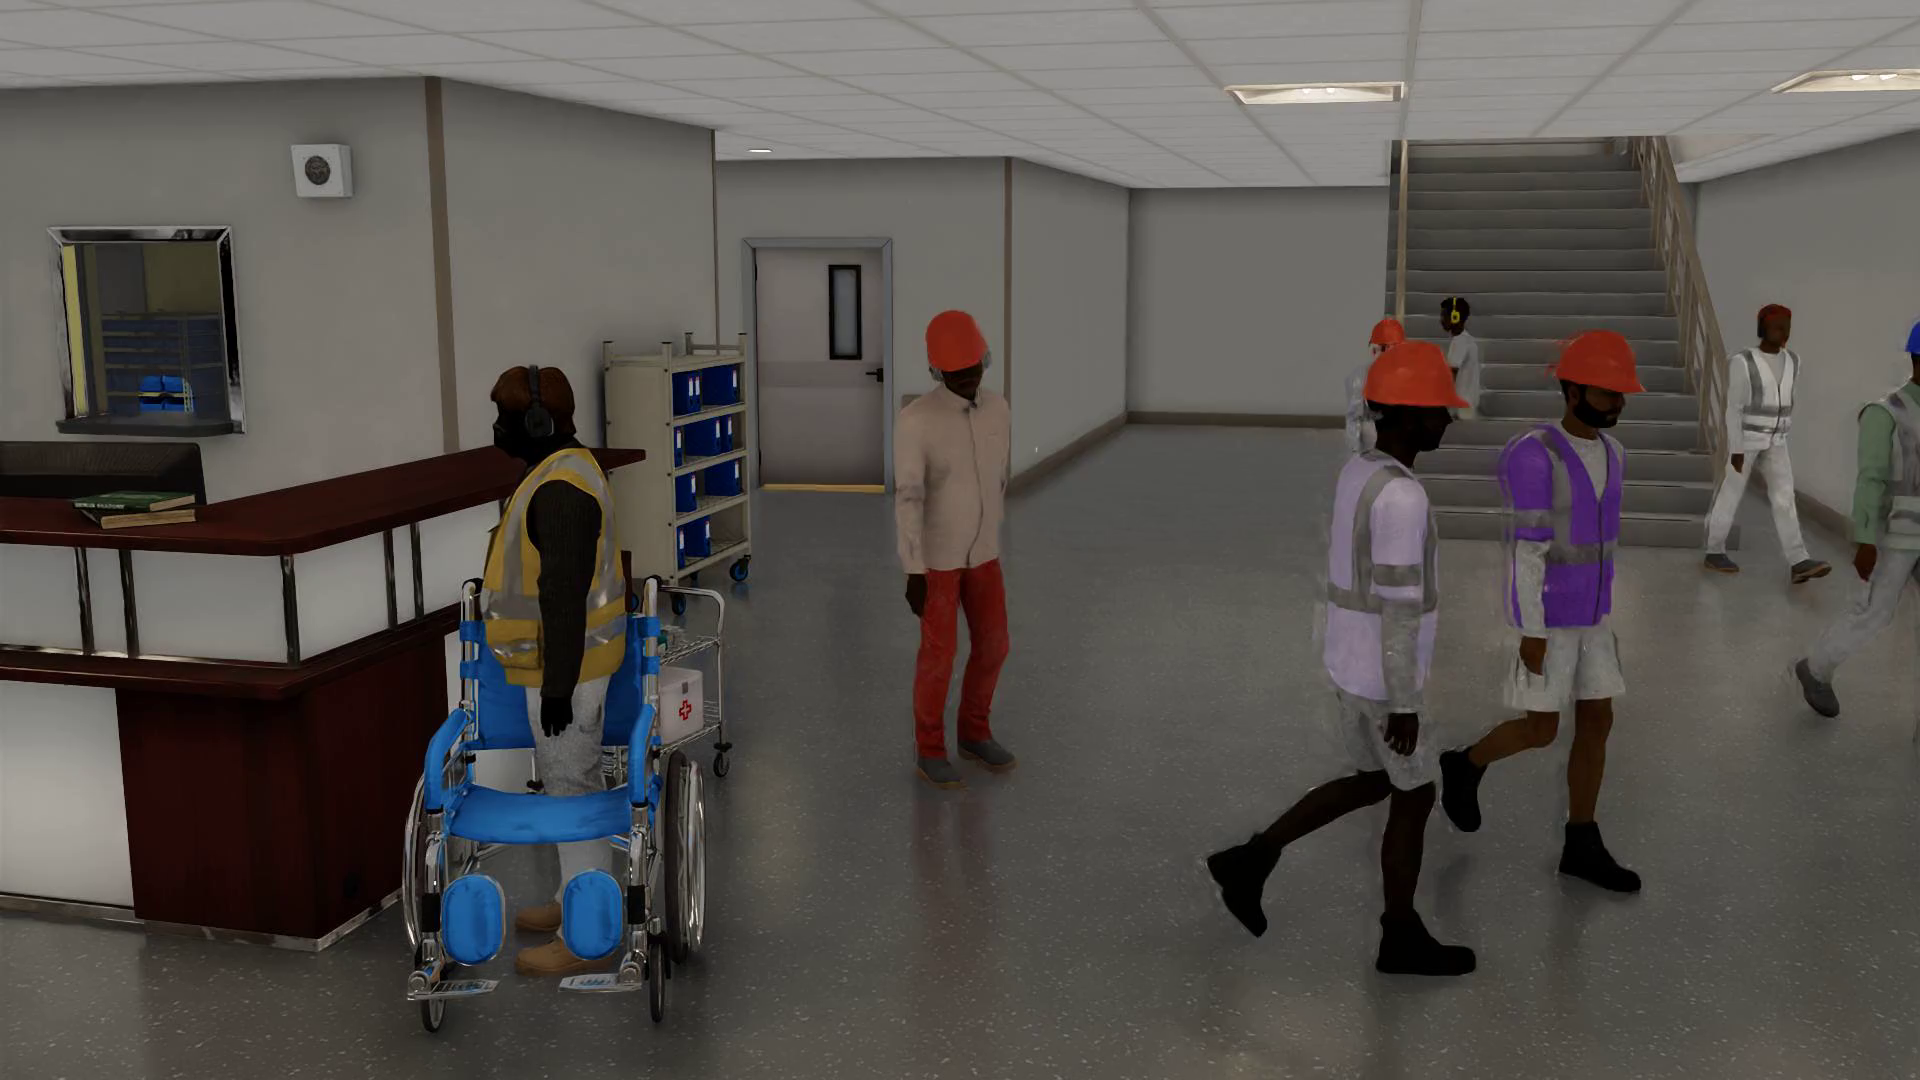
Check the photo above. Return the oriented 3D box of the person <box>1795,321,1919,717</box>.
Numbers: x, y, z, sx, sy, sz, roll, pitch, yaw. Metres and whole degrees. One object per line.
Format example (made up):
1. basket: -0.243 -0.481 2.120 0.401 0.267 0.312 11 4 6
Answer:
1. person: 4.172 -0.049 7.392 0.621 1.915 0.909 -2 10 -14

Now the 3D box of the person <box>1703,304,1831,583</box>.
1. person: 5.374 -0.638 11.071 0.614 1.828 0.972 -3 10 -17

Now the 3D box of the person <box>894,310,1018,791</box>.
1. person: -0.024 0.059 6.631 0.645 1.947 0.535 -8 13 -40

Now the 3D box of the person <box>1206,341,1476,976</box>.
1. person: 1.172 0.369 4.924 0.720 1.915 0.549 0 10 0

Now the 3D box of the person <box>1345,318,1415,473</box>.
1. person: 2.785 -0.580 10.964 0.564 1.753 0.336 -5 11 -27

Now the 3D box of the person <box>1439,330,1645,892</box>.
1. person: 2.039 0.224 5.774 0.547 1.913 0.705 -6 11 -30

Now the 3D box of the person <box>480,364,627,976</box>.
1. person: -1.234 0.383 5.080 0.429 1.835 0.631 -3 10 -16
